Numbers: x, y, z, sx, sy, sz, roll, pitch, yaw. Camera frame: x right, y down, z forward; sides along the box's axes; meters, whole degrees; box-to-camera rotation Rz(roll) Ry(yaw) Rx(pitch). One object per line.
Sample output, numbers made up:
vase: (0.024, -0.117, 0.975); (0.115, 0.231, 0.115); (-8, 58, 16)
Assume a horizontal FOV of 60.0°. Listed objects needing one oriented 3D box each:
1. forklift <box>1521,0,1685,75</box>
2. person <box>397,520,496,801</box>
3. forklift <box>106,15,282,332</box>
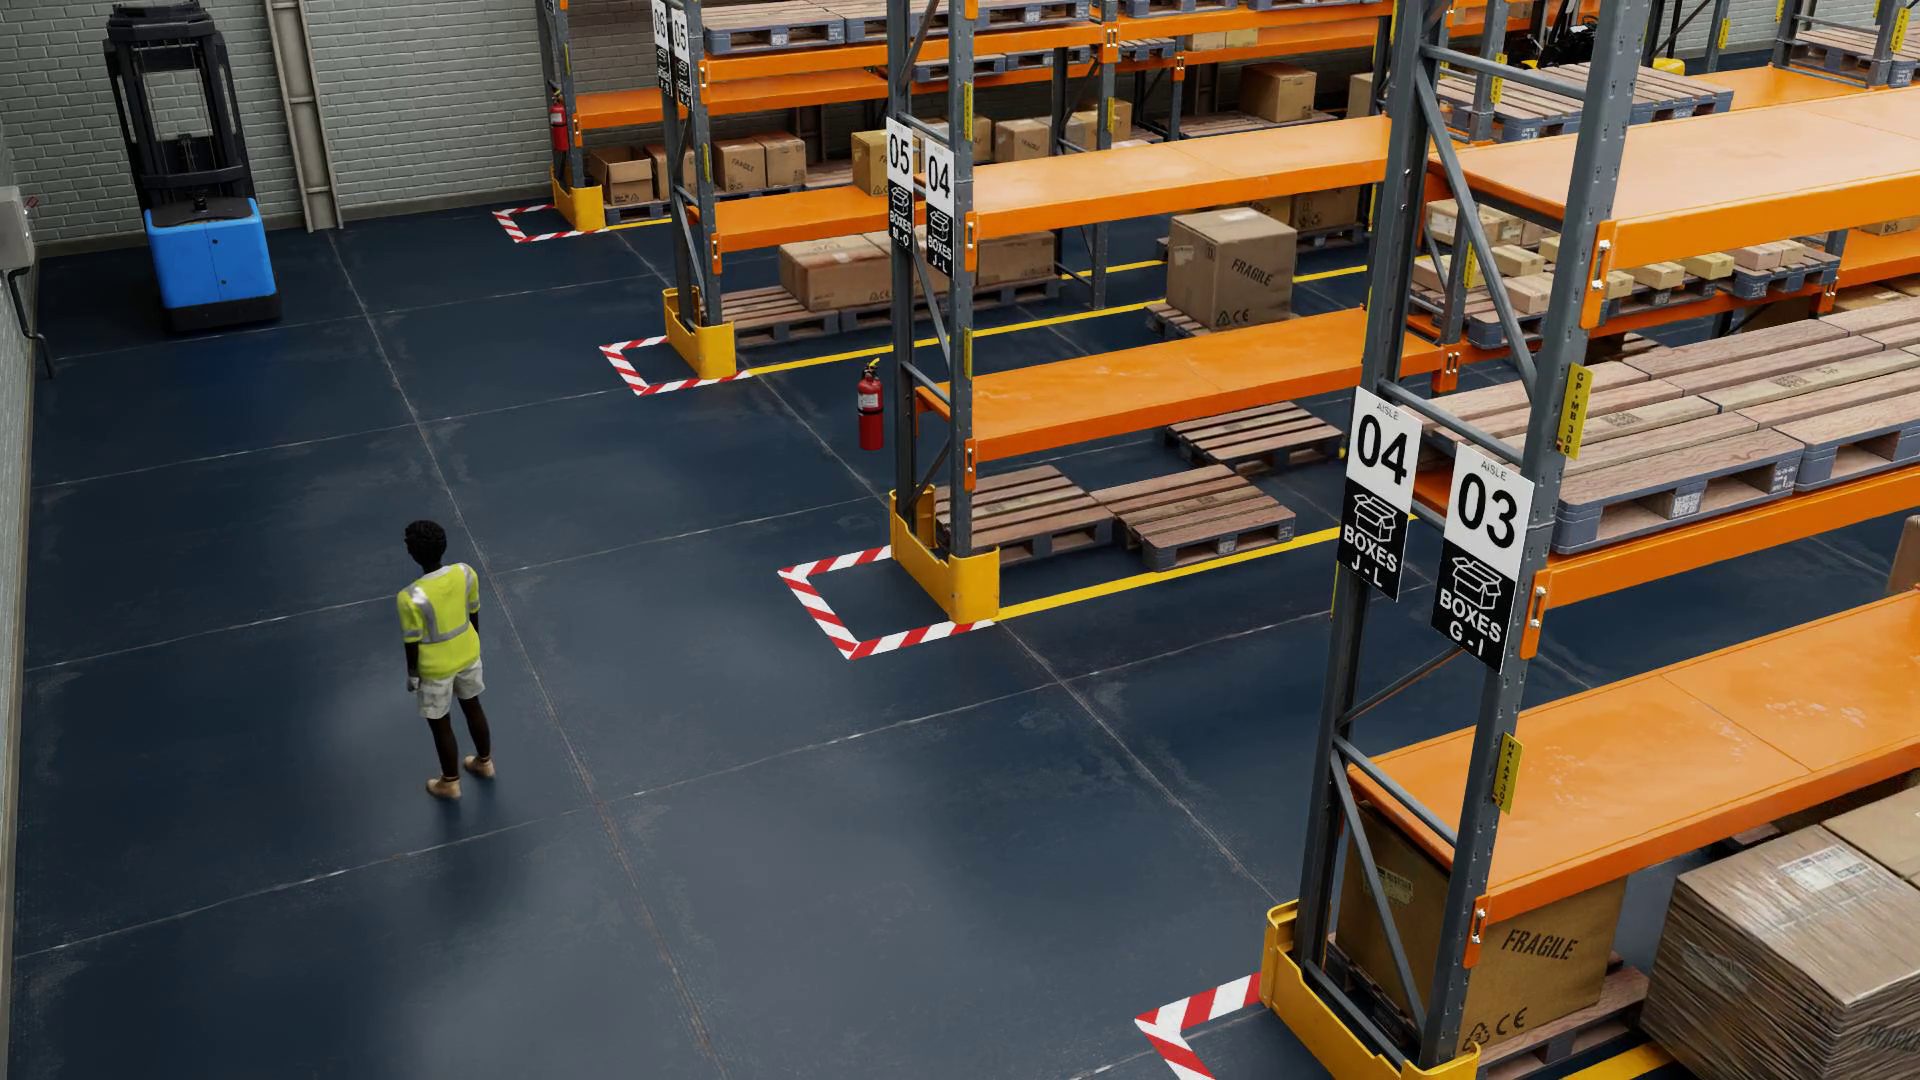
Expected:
forklift: (8.950, -6.807, 23.056); (1.214, 2.155, 2.313); (-12, 30, -22)
person: (-2.866, 0.666, 9.286); (0.319, 1.687, 0.537); (16, 31, 28)
forklift: (-7.548, -3.672, 16.323); (1.129, 2.768, 1.873); (-12, 30, -22)
